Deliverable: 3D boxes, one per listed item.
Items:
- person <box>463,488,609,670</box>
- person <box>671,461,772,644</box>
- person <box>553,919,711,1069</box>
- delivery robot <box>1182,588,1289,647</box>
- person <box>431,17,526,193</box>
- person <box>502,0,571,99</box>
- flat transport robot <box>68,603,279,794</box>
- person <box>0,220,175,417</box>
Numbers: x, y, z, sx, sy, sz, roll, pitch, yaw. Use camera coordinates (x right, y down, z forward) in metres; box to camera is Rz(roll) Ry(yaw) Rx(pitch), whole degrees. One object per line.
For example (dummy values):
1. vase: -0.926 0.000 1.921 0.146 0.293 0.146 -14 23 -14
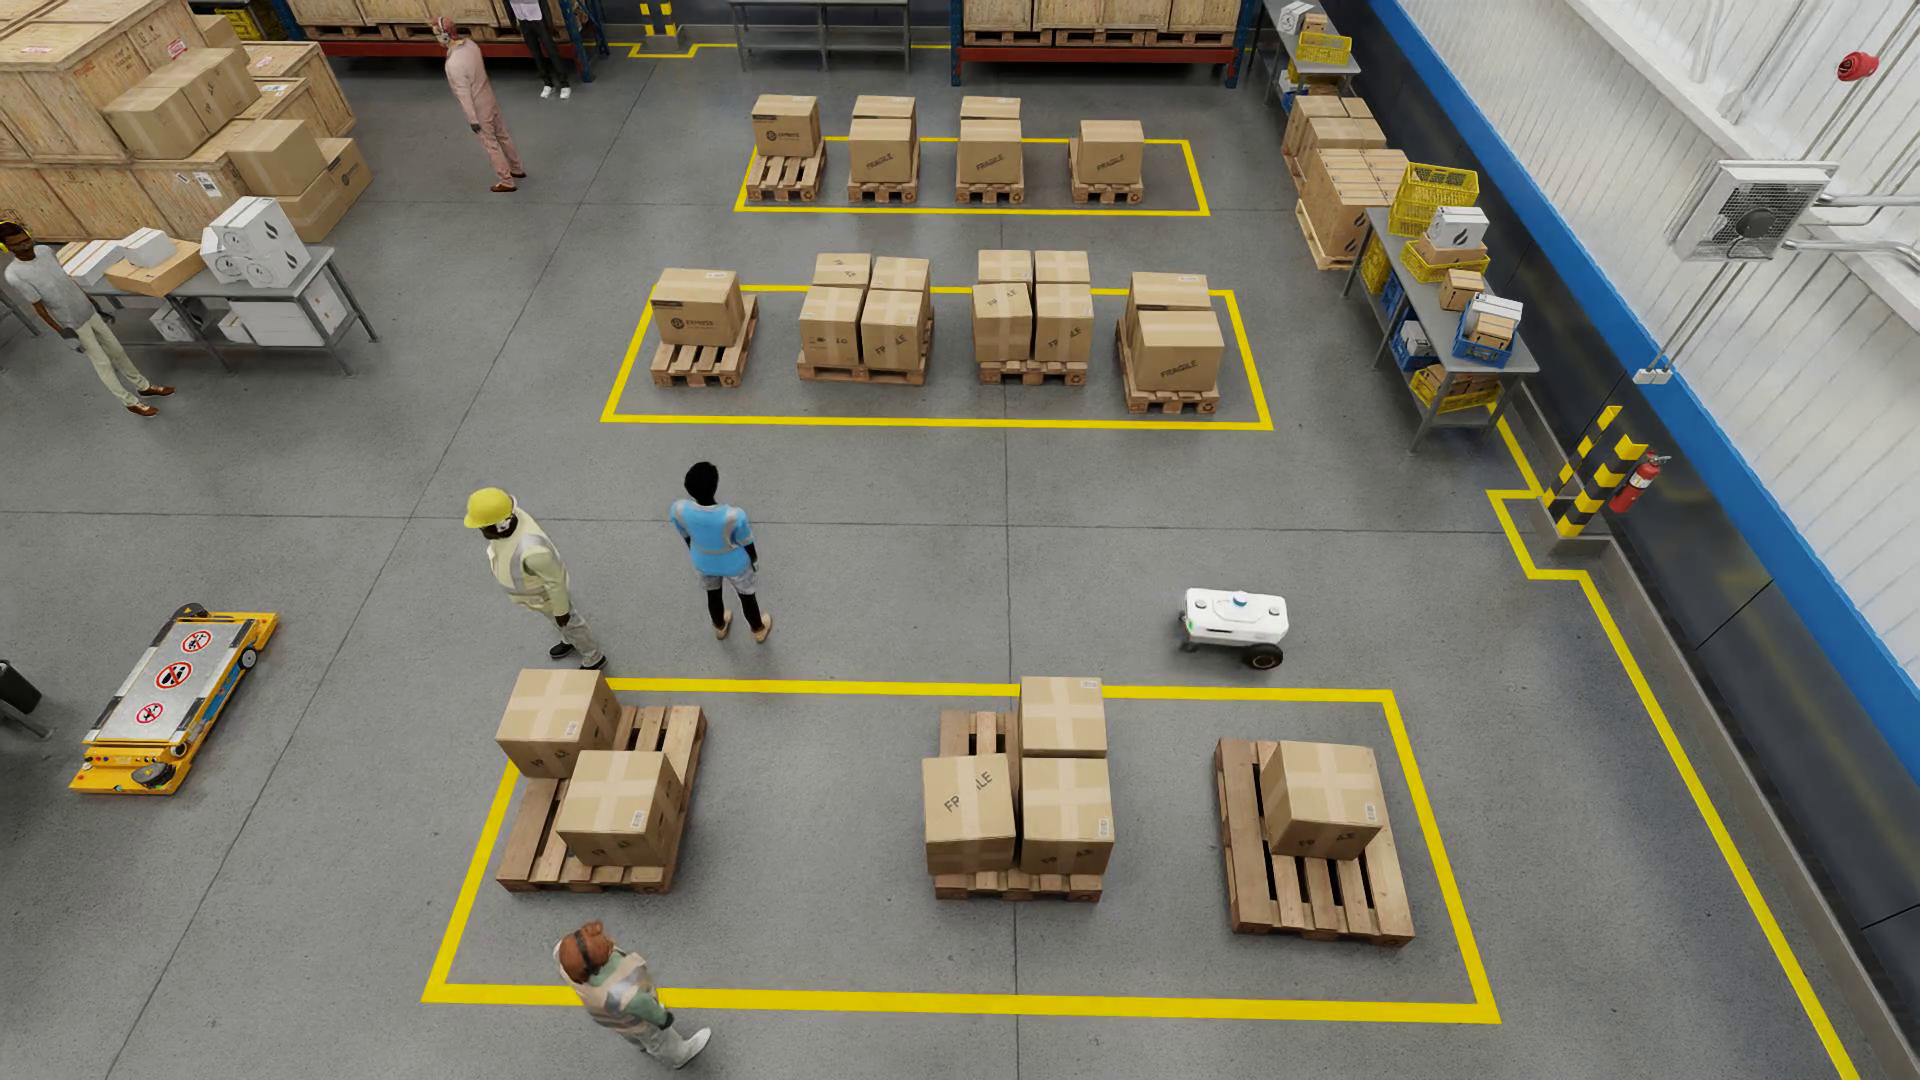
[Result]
1. person: -2.791 0.309 6.072 0.404 1.830 0.599 -35 58 -26
2. person: -1.635 0.126 6.321 0.533 1.690 0.321 6 50 5
3. person: -1.645 2.275 4.535 0.515 1.636 0.315 22 53 18
4. delivery robot: 1.983 0.552 6.638 0.707 0.478 0.477 5 50 4
5. person: -5.523 -4.956 10.488 0.401 1.900 0.650 1 50 1
6. person: -5.654 -6.849 12.085 0.594 1.907 0.415 2 50 2
7. flat transport robot: -5.504 1.072 6.442 0.652 0.197 1.431 1 50 1
8. person: -7.583 -1.898 7.919 0.314 1.864 0.533 -2 50 -2
